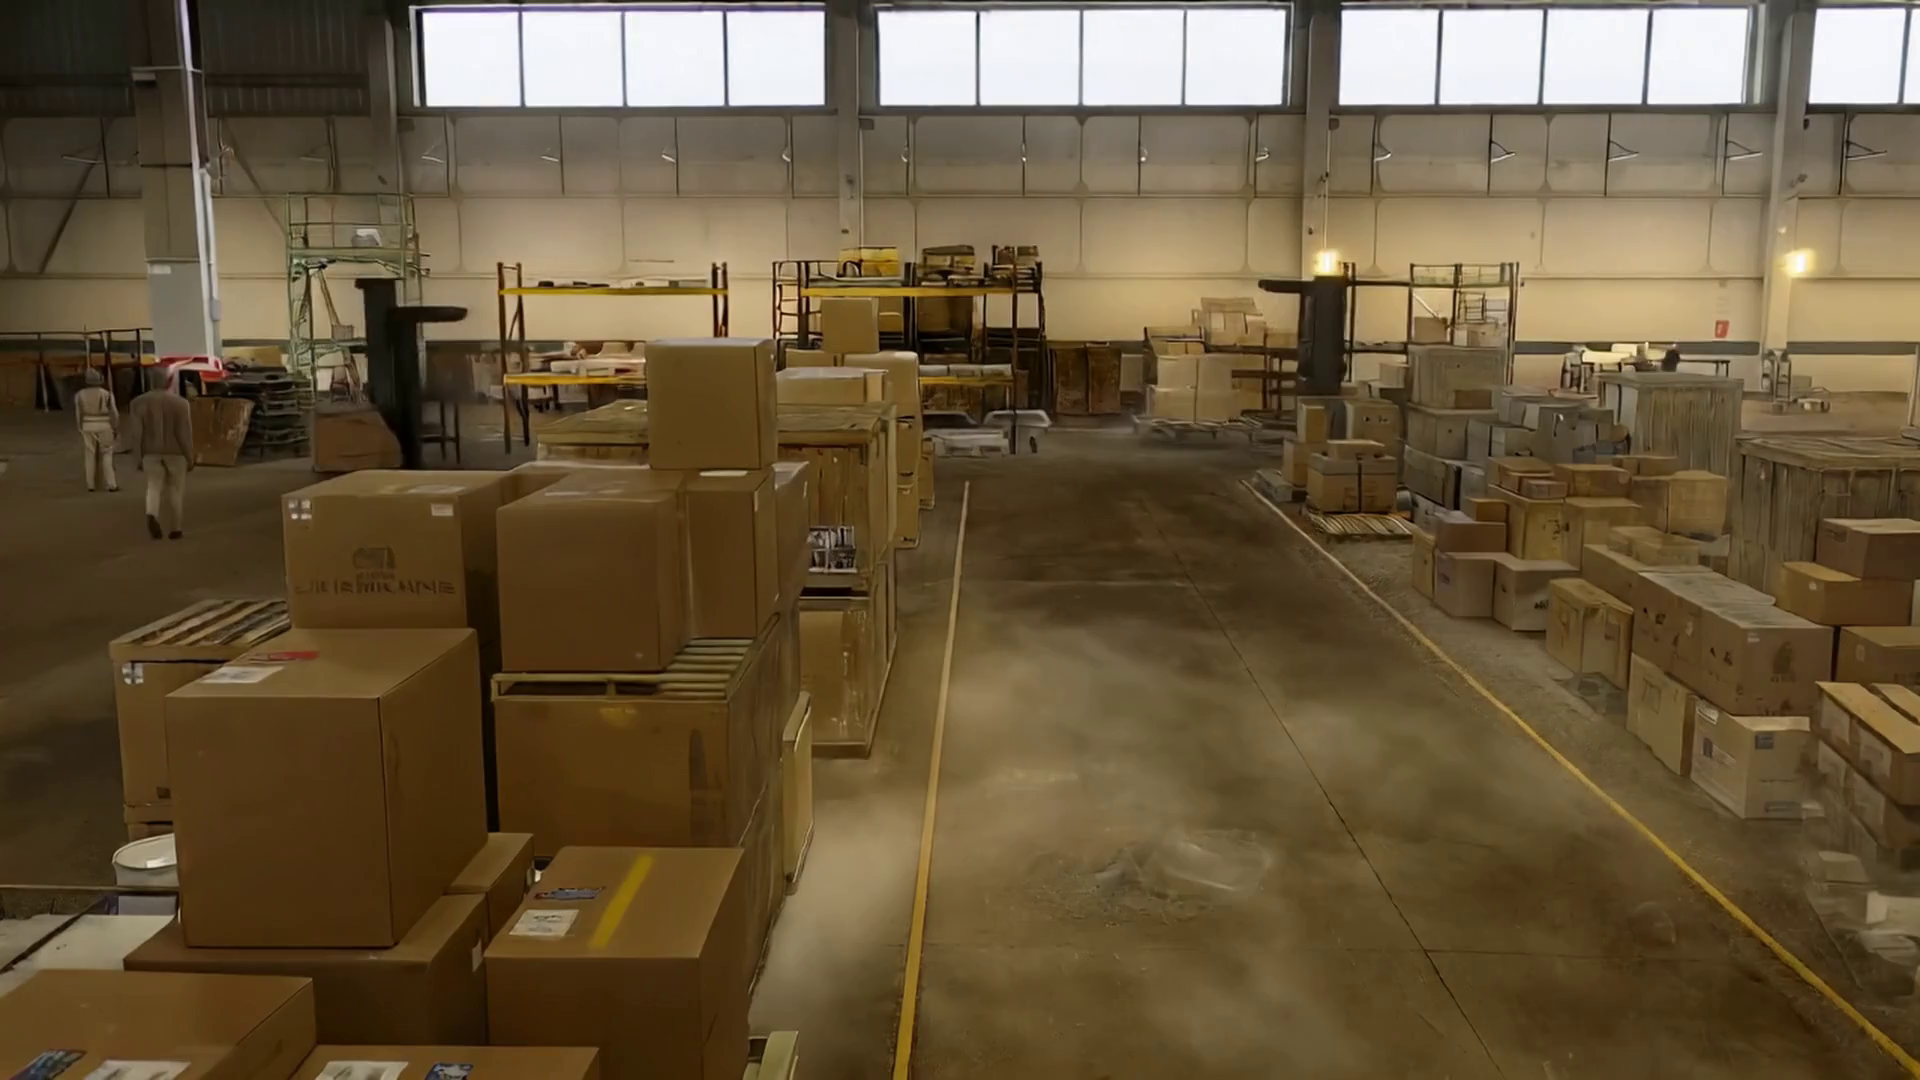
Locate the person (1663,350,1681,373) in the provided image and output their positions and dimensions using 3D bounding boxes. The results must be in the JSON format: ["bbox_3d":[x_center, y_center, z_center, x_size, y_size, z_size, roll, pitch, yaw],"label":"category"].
[{"bbox_3d":[9.198,-1.519,21.643,0.635,1.902,0.457,-2,10,-11],"label":"person"}]

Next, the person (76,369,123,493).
[{"bbox_3d":[-11.348,-1.429,21.901,0.517,1.639,0.313,0,9,2],"label":"person"}]

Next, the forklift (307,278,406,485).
[{"bbox_3d":[-7.732,-2.109,22.269,1.873,2.768,1.129,-5,11,-27],"label":"forklift"}]

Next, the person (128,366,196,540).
[{"bbox_3d":[-8.657,-0.930,18.068,0.635,1.921,0.574,-2,10,-12],"label":"person"}]

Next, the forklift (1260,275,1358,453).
[{"bbox_3d":[5.860,-2.821,26.535,1.873,2.768,1.129,0,9,1],"label":"forklift"}]
